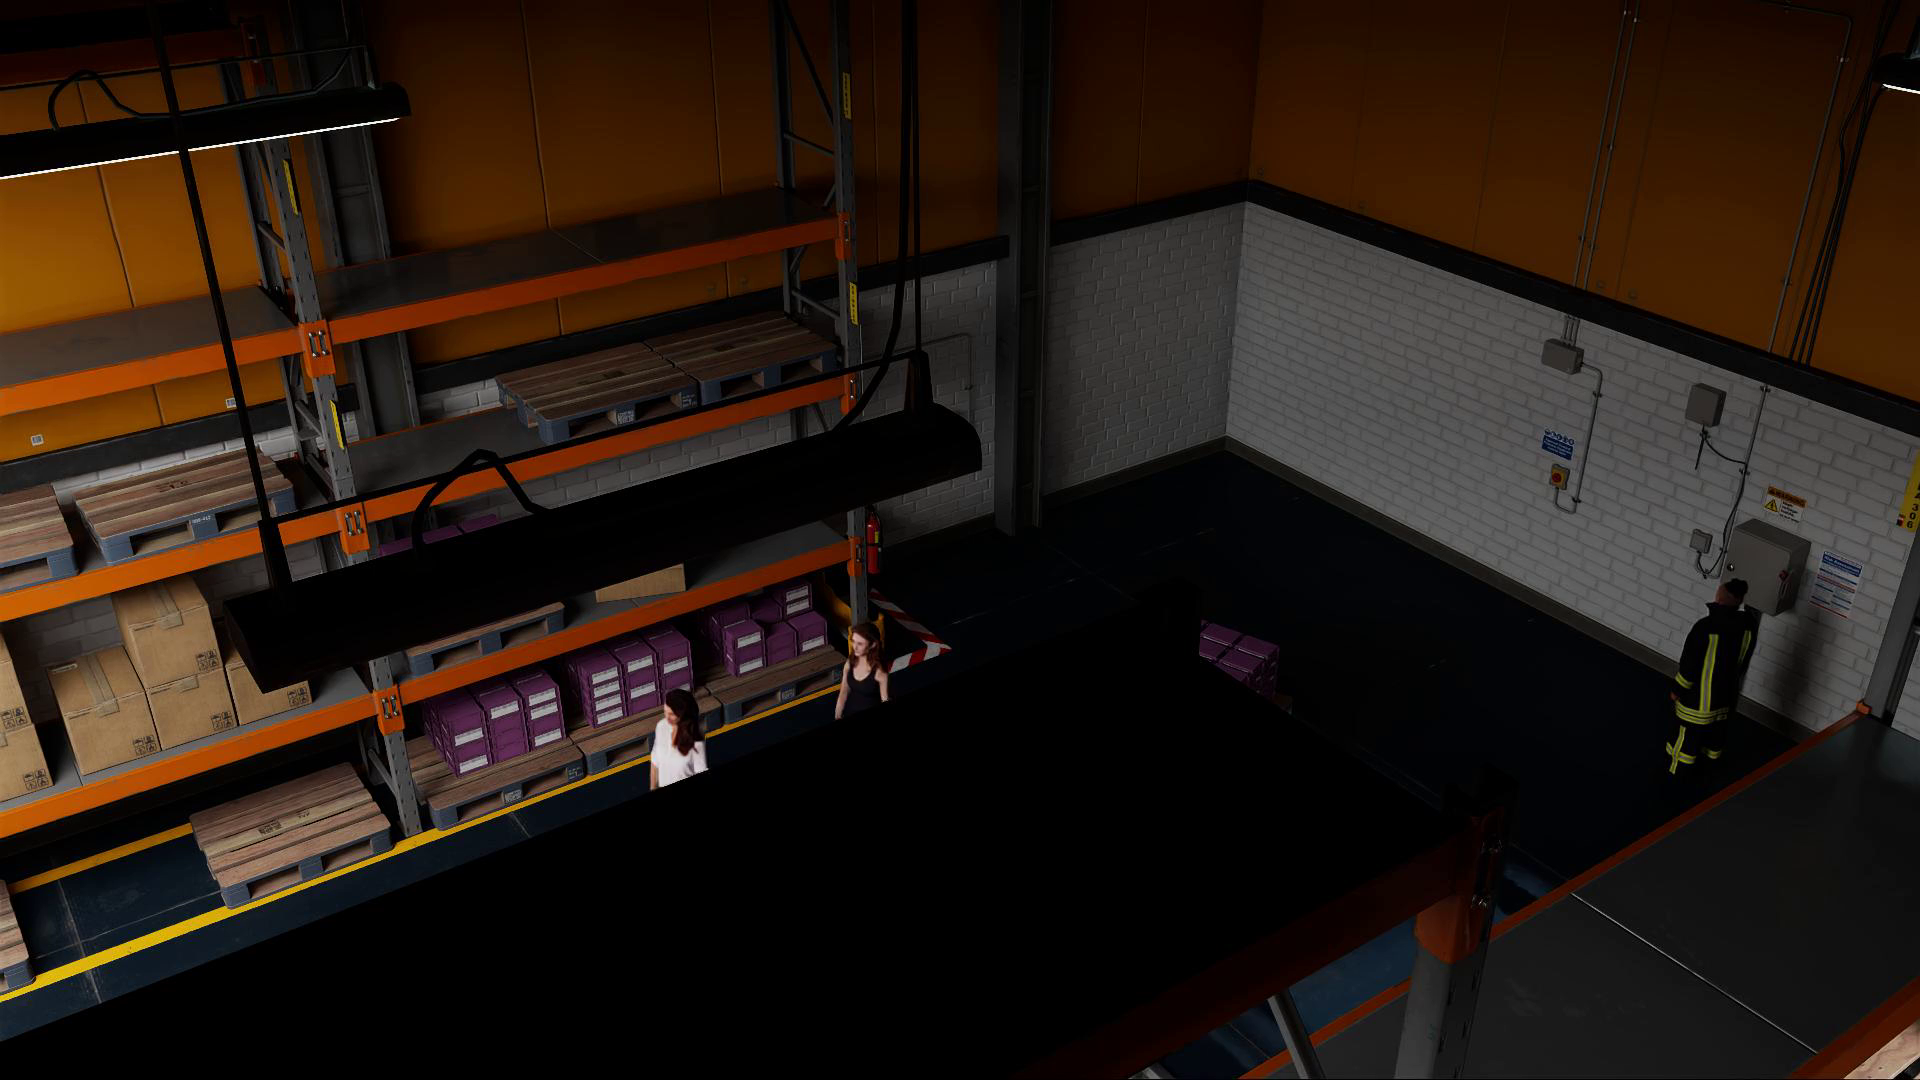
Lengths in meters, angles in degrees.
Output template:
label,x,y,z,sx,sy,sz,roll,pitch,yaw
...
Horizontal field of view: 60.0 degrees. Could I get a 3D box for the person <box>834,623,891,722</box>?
label,x,y,z,sx,sy,sz,roll,pitch,yaw
person,-0.620,1.336,12.409,0.849,1.699,1.214,20,34,32

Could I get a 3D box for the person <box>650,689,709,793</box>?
label,x,y,z,sx,sy,sz,roll,pitch,yaw
person,-1.863,1.764,11.525,0.686,1.795,0.673,20,34,32

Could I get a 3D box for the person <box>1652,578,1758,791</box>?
label,x,y,z,sx,sy,sz,roll,pitch,yaw
person,5.723,1.080,12.710,0.766,1.860,0.905,-7,29,-13
